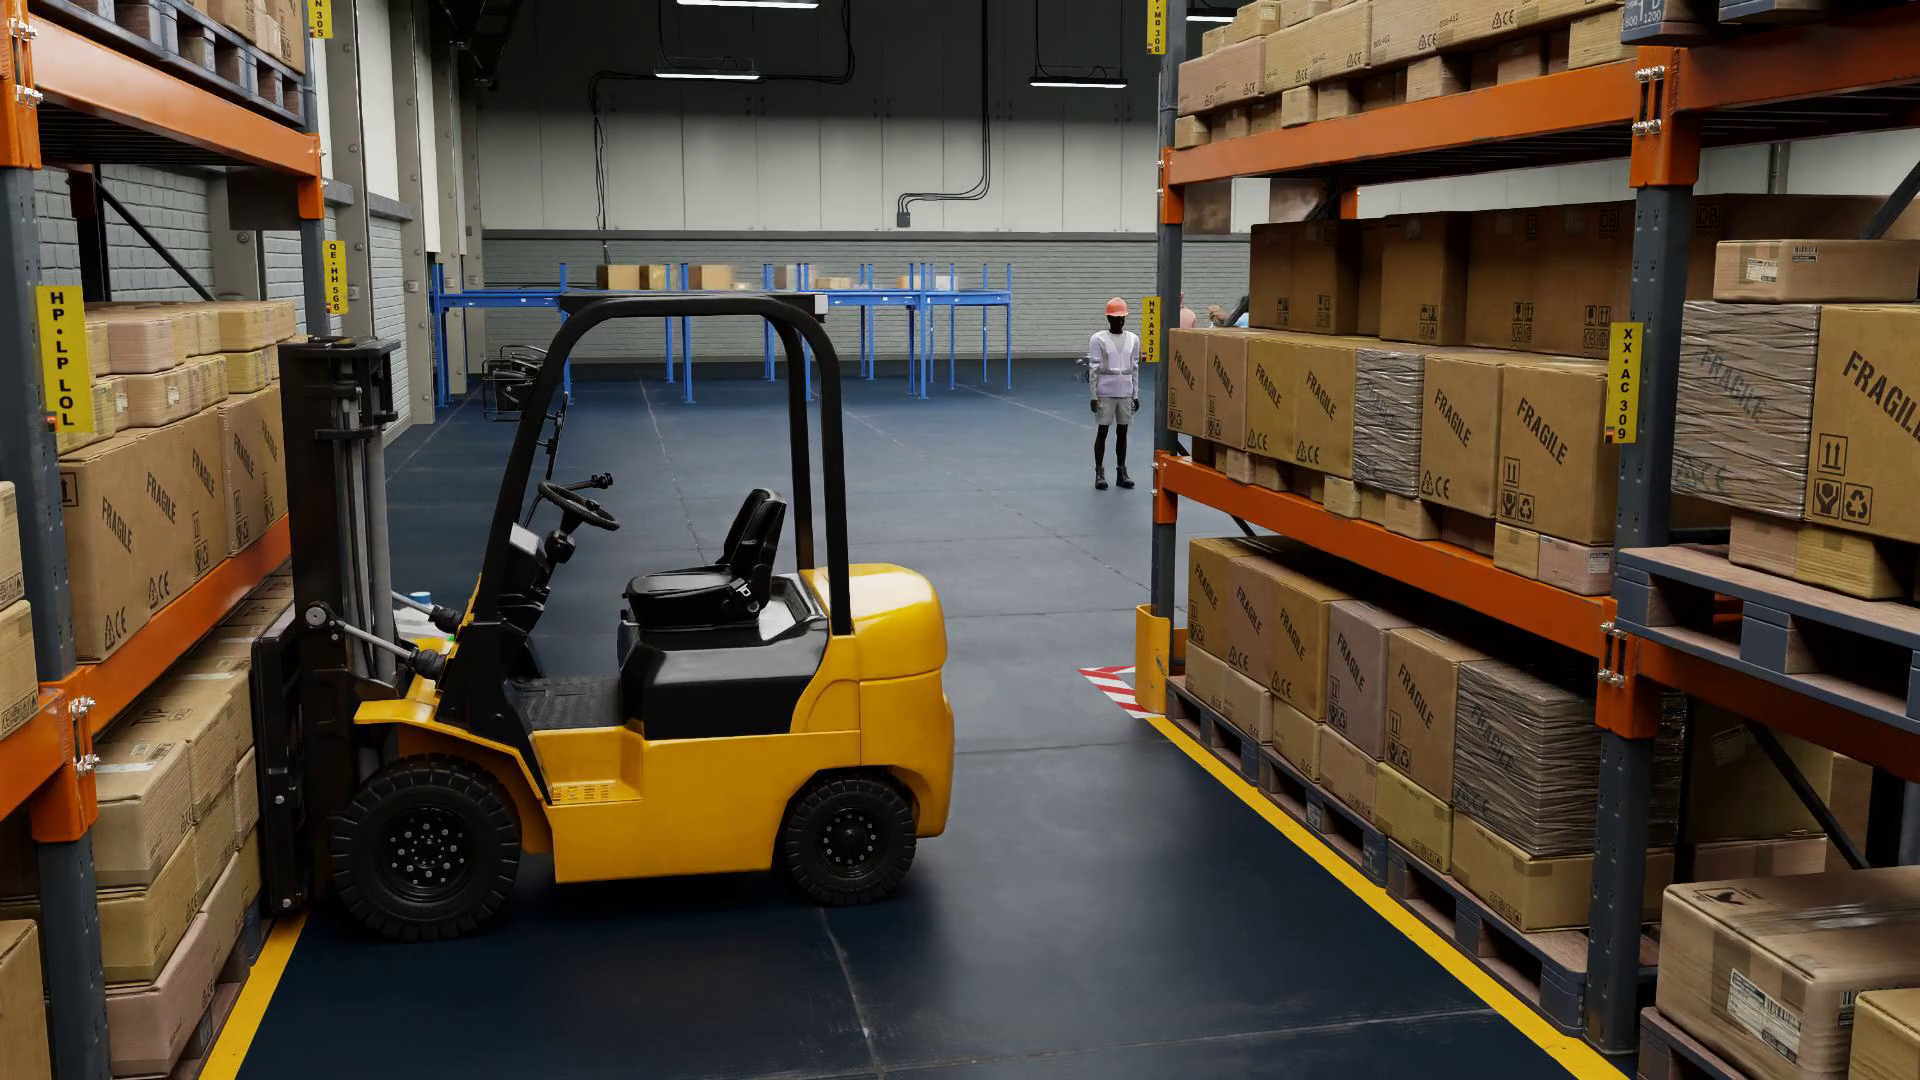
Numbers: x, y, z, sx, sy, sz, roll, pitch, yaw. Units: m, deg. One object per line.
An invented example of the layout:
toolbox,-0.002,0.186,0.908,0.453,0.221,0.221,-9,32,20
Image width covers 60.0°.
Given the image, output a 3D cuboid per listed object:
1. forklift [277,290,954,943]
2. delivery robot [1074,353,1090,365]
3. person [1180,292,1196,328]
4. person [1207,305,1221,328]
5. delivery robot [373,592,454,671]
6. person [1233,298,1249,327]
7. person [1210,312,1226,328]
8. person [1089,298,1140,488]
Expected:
forklift,-1.179,0.175,6.143,2.313,2.155,1.214,-2,10,-12
delivery robot,2.575,-3.584,32.963,0.335,0.223,0.698,-8,13,-42
person,3.248,-2.822,25.156,0.653,1.906,0.405,-5,11,-28
person,4.085,-2.950,26.748,0.307,1.639,0.525,0,9,0
delivery robot,-2.832,0.518,8.754,0.707,0.478,0.477,4,10,24
person,5.783,-4.096,33.701,0.537,1.651,0.885,0,9,-3
person,3.818,-2.496,24.081,0.531,1.608,0.753,7,12,37
person,1.589,-1.502,17.017,0.551,1.937,0.357,-3,10,-18
